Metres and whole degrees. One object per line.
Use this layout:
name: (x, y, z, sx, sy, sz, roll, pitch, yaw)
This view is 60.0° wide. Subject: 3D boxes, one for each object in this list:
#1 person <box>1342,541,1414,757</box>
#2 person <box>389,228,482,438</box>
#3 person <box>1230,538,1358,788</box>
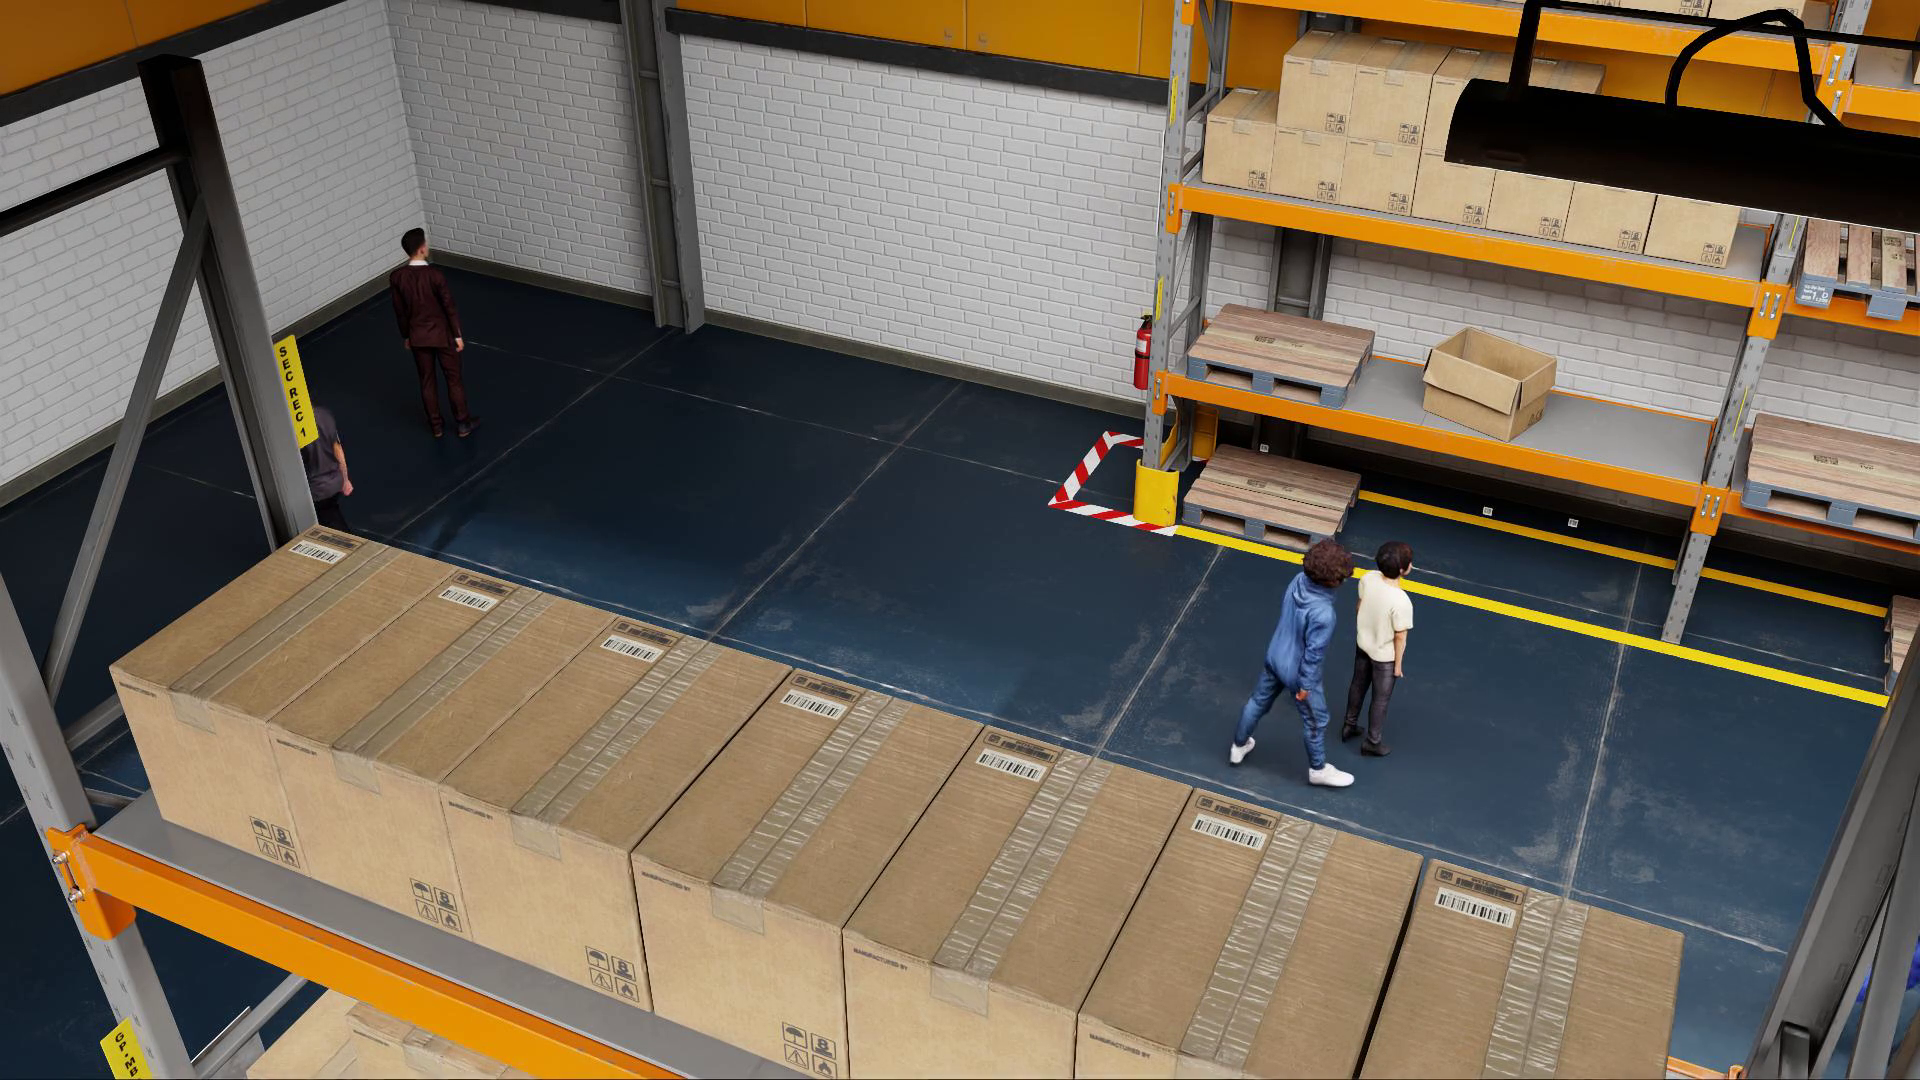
person: (2.677, 0.691, 10.625, 0.714, 1.588, 0.609, -17, 37, -24)
person: (-4.446, -1.723, 14.008, 0.678, 1.862, 0.820, 2, 34, 3)
person: (2.035, 0.757, 10.356, 1.121, 1.776, 1.050, -13, 36, -18)
